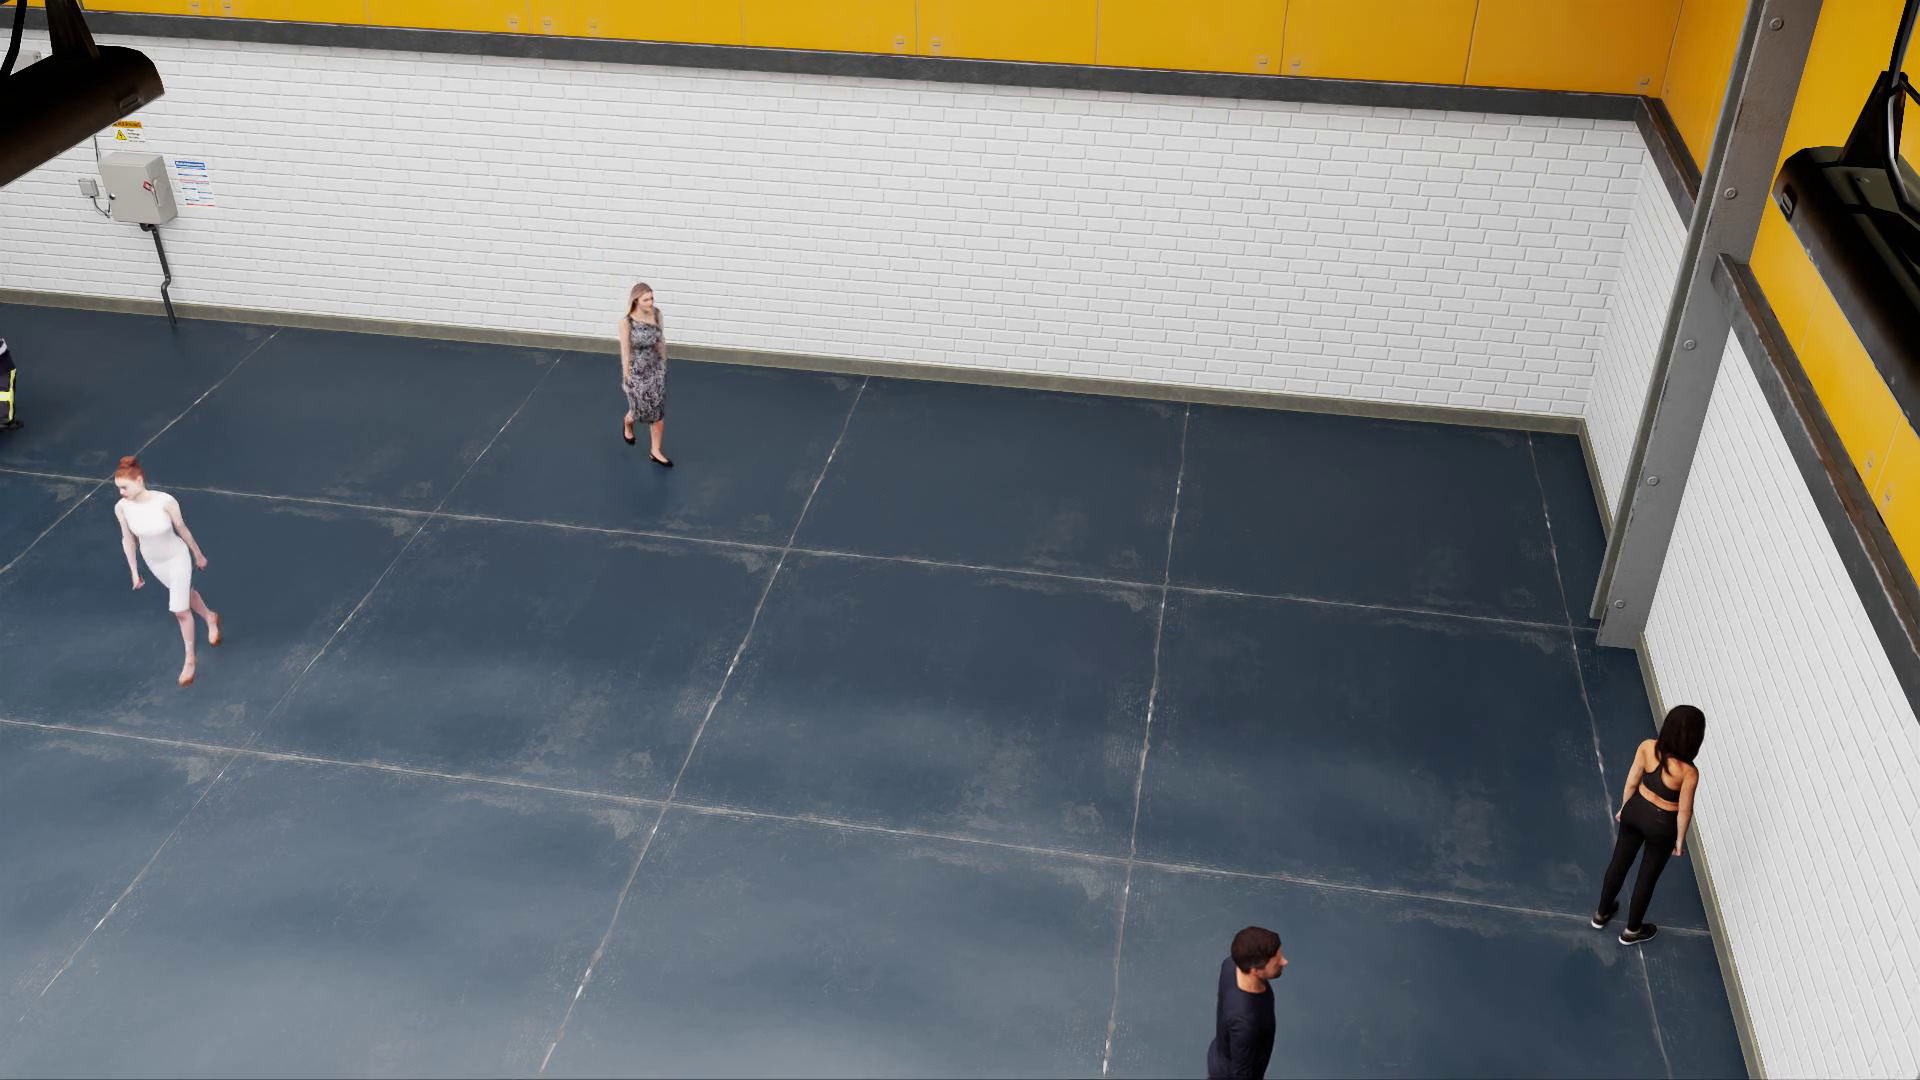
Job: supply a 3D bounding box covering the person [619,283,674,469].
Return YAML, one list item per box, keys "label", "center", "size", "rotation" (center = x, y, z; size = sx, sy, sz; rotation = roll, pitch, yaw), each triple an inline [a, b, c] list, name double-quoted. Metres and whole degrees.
- label: "person"
  center: [-2.679, -1.404, 13.912]
  size: [0.851, 1.683, 0.895]
  rotation: [-25, 41, -32]

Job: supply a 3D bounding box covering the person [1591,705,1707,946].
- label: "person"
  center: [3.906, 1.604, 9.424]
  size: [0.693, 1.641, 0.643]
  rotation: [-23, 40, -31]

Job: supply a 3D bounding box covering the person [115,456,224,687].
- label: "person"
  center: [-5.431, 0.120, 11.557]
  size: [0.660, 1.753, 0.970]
  rotation: [-2, 34, -3]

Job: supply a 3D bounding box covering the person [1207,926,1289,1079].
- label: "person"
  center: [1.296, 2.518, 7.843]
  size: [0.704, 1.869, 0.513]
  rotation: [2, 34, 3]
